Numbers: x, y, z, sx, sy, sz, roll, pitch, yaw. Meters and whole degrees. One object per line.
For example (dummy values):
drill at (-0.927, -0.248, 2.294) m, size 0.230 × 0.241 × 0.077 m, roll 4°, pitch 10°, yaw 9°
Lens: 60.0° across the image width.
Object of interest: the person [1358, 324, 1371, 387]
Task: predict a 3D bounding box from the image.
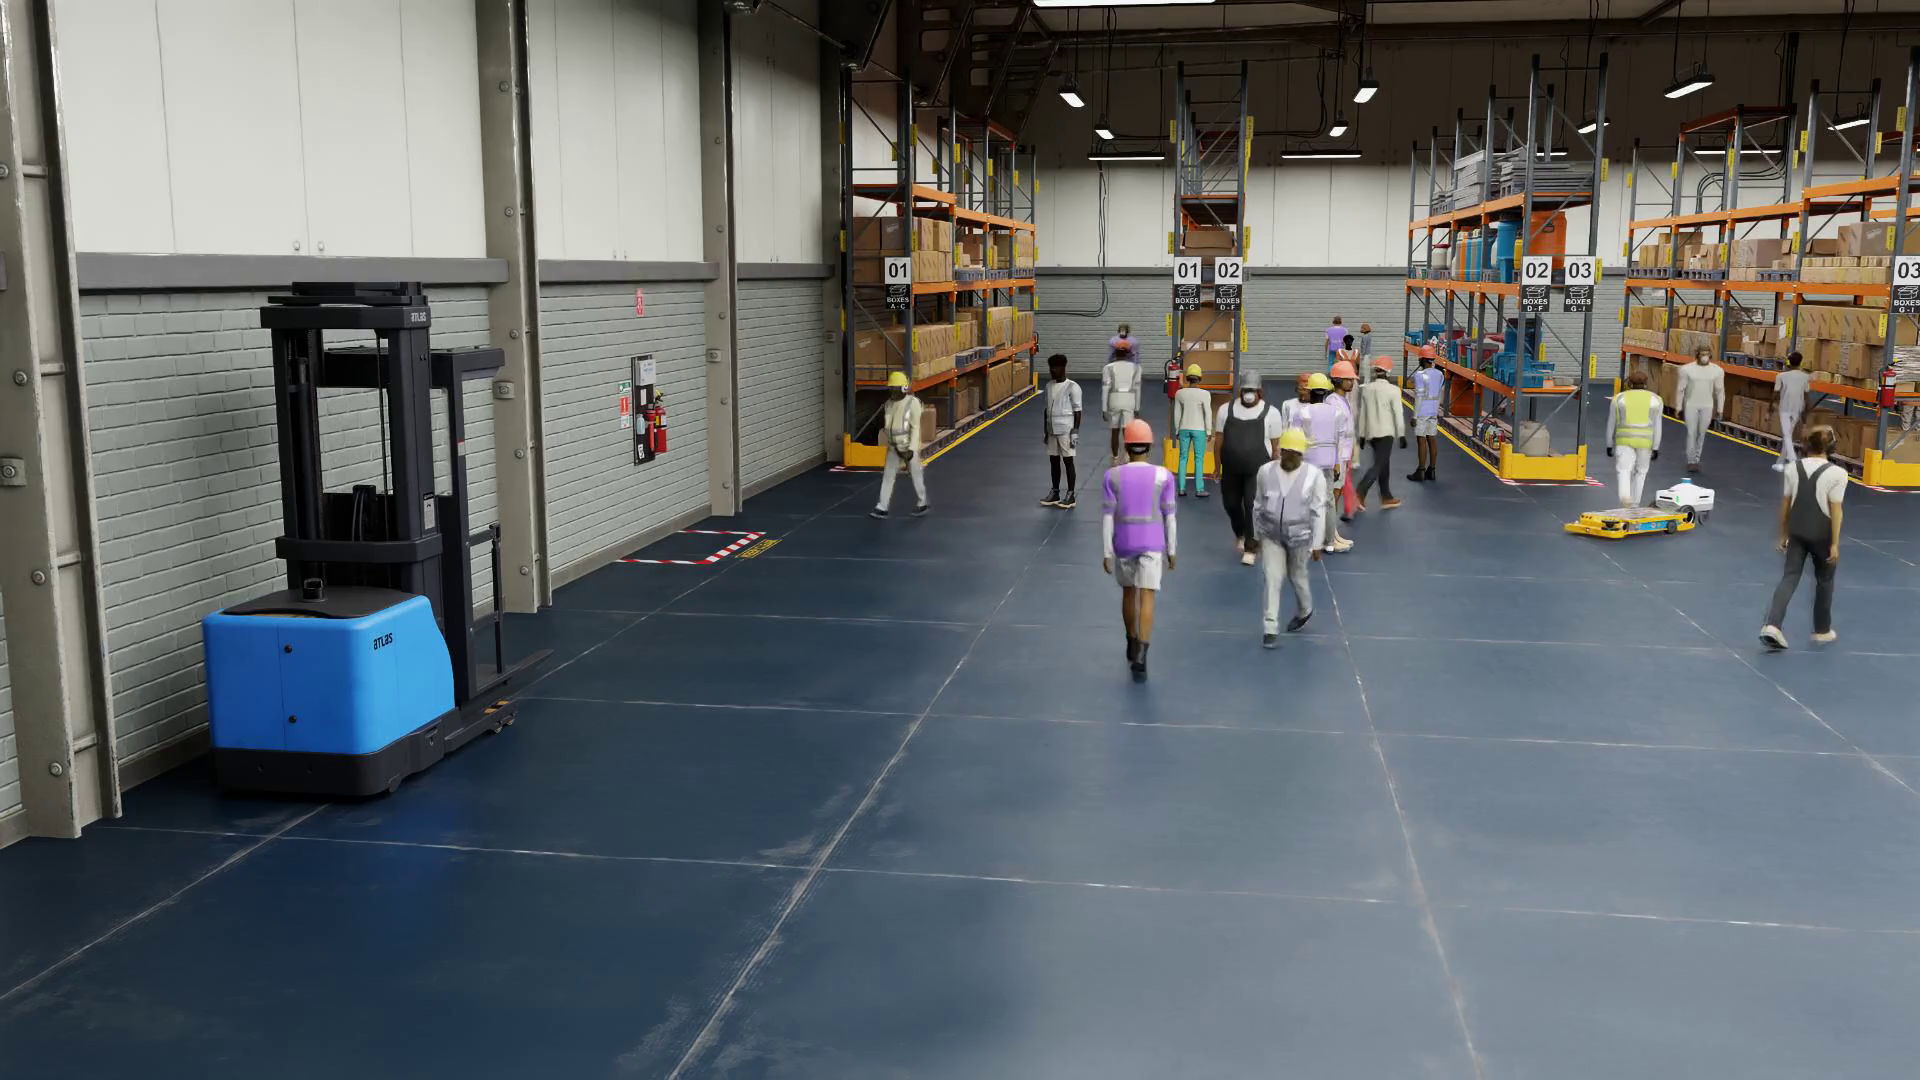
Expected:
person at (10.511, -4.785, 43.128) m, size 0.274 × 1.632 × 0.503 m, roll 5°, pitch 11°, yaw 30°

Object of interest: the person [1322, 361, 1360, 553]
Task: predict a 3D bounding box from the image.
person at (4.095, -0.909, 17.956) m, size 0.366 × 2.047 × 0.608 m, roll 4°, pitch 10°, yaw 22°

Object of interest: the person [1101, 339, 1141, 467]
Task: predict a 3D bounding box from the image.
person at (2.440, -2.025, 25.084) m, size 0.613 × 1.989 × 1.016 m, roll 0°, pitch 9°, yaw 1°

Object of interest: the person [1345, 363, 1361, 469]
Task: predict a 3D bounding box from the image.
person at (5.891, -1.871, 25.215) m, size 0.375 × 1.626 × 0.525 m, roll 6°, pitch 11°, yaw 34°

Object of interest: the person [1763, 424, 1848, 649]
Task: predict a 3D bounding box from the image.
person at (6.764, -0.028, 13.267) m, size 0.916 × 1.812 × 0.523 m, roll -7°, pitch 11°, yaw -36°

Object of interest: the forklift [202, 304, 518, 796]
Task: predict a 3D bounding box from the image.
forklift at (-3.673, -0.038, 10.147) m, size 1.129 × 2.768 × 1.873 m, roll 1°, pitch 9°, yaw 9°

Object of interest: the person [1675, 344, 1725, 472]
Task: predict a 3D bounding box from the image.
person at (11.037, -1.943, 24.759) m, size 0.661 × 1.901 × 0.929 m, roll 2°, pitch 9°, yaw 13°

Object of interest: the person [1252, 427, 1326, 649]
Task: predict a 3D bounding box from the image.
person at (2.694, -0.059, 13.560) m, size 0.607 × 1.788 × 0.884 m, roll 4°, pitch 10°, yaw 24°

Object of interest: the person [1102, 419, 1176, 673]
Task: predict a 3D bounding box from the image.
person at (1.350, 0.031, 12.615) m, size 0.550 × 1.902 × 0.953 m, roll 2°, pitch 9°, yaw 10°

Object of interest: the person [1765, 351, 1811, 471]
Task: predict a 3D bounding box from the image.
person at (12.305, -1.885, 24.691) m, size 0.538 × 1.826 × 0.971 m, roll 0°, pitch 9°, yaw 2°

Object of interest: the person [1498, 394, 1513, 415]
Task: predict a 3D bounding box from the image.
person at (11.591, -3.616, 34.946) m, size 0.605 × 1.951 × 0.379 m, roll 7°, pitch 12°, yaw 38°

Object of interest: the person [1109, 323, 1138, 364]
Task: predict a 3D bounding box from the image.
person at (3.418, -3.599, 35.004) m, size 0.652 × 1.891 × 0.961 m, roll 3°, pitch 10°, yaw 16°

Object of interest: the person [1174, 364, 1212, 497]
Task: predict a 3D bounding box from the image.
person at (3.111, -1.458, 22.188) m, size 0.533 × 1.772 × 0.296 m, roll 5°, pitch 11°, yaw 30°

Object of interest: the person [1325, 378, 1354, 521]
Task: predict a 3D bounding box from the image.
person at (4.522, -1.107, 20.191) m, size 0.556 × 1.713 × 0.920 m, roll -3°, pitch 10°, yaw -18°

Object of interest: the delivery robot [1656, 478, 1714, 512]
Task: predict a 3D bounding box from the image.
delivery robot at (8.655, -0.497, 19.841) m, size 0.707 × 0.478 × 0.477 m, roll -5°, pitch 10°, yaw -29°

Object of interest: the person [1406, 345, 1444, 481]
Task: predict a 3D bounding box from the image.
person at (6.700, -1.832, 23.969) m, size 0.545 × 1.942 × 0.351 m, roll -7°, pitch 11°, yaw -36°

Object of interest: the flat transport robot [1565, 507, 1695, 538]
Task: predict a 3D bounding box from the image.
flat transport robot at (7.764, -0.213, 19.254) m, size 1.431 × 0.197 × 0.652 m, roll -5°, pitch 11°, yaw -29°

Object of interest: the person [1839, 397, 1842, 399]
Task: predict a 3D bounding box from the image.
person at (21.079, -4.127, 38.670) m, size 1.006 × 1.776 × 0.592 m, roll 1°, pitch 9°, yaw 9°

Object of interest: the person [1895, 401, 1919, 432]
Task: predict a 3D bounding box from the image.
person at (15.511, -2.186, 27.068) m, size 0.514 × 1.645 × 0.308 m, roll 1°, pitch 9°, yaw 6°

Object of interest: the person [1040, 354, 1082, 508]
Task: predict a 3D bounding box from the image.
person at (1.275, -1.398, 21.235) m, size 0.385 × 1.956 × 0.614 m, roll -8°, pitch 12°, yaw -41°

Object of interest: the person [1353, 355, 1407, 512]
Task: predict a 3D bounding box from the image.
person at (5.257, -1.345, 20.934) m, size 0.960 × 1.959 × 0.613 m, roll -5°, pitch 10°, yaw -29°

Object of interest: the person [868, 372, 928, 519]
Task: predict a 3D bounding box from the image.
person at (-0.714, -1.151, 20.266) m, size 0.599 × 1.789 × 0.923 m, roll 7°, pitch 12°, yaw 38°

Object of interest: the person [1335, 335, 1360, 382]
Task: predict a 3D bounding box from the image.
person at (7.993, -3.389, 34.322) m, size 0.539 × 1.695 × 0.319 m, roll 0°, pitch 9°, yaw -3°

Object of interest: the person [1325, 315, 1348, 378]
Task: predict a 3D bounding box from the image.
person at (9.774, -4.903, 43.213) m, size 0.569 × 1.846 × 0.397 m, roll 3°, pitch 10°, yaw 15°

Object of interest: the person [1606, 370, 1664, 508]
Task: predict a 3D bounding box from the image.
person at (8.237, -1.174, 20.339) m, size 0.624 × 1.814 × 0.840 m, roll 3°, pitch 10°, yaw 19°

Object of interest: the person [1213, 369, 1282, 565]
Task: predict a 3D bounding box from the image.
person at (3.007, -0.790, 17.368) m, size 0.684 × 2.000 × 0.827 m, roll 4°, pitch 10°, yaw 23°

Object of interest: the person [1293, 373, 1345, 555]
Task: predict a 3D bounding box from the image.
person at (3.792, -0.811, 17.712) m, size 0.588 × 1.928 × 0.384 m, roll -2°, pitch 9°, yaw -14°

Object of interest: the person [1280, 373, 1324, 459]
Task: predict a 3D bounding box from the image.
person at (3.848, -0.935, 18.644) m, size 0.602 × 1.868 × 0.429 m, roll 6°, pitch 11°, yaw 33°
